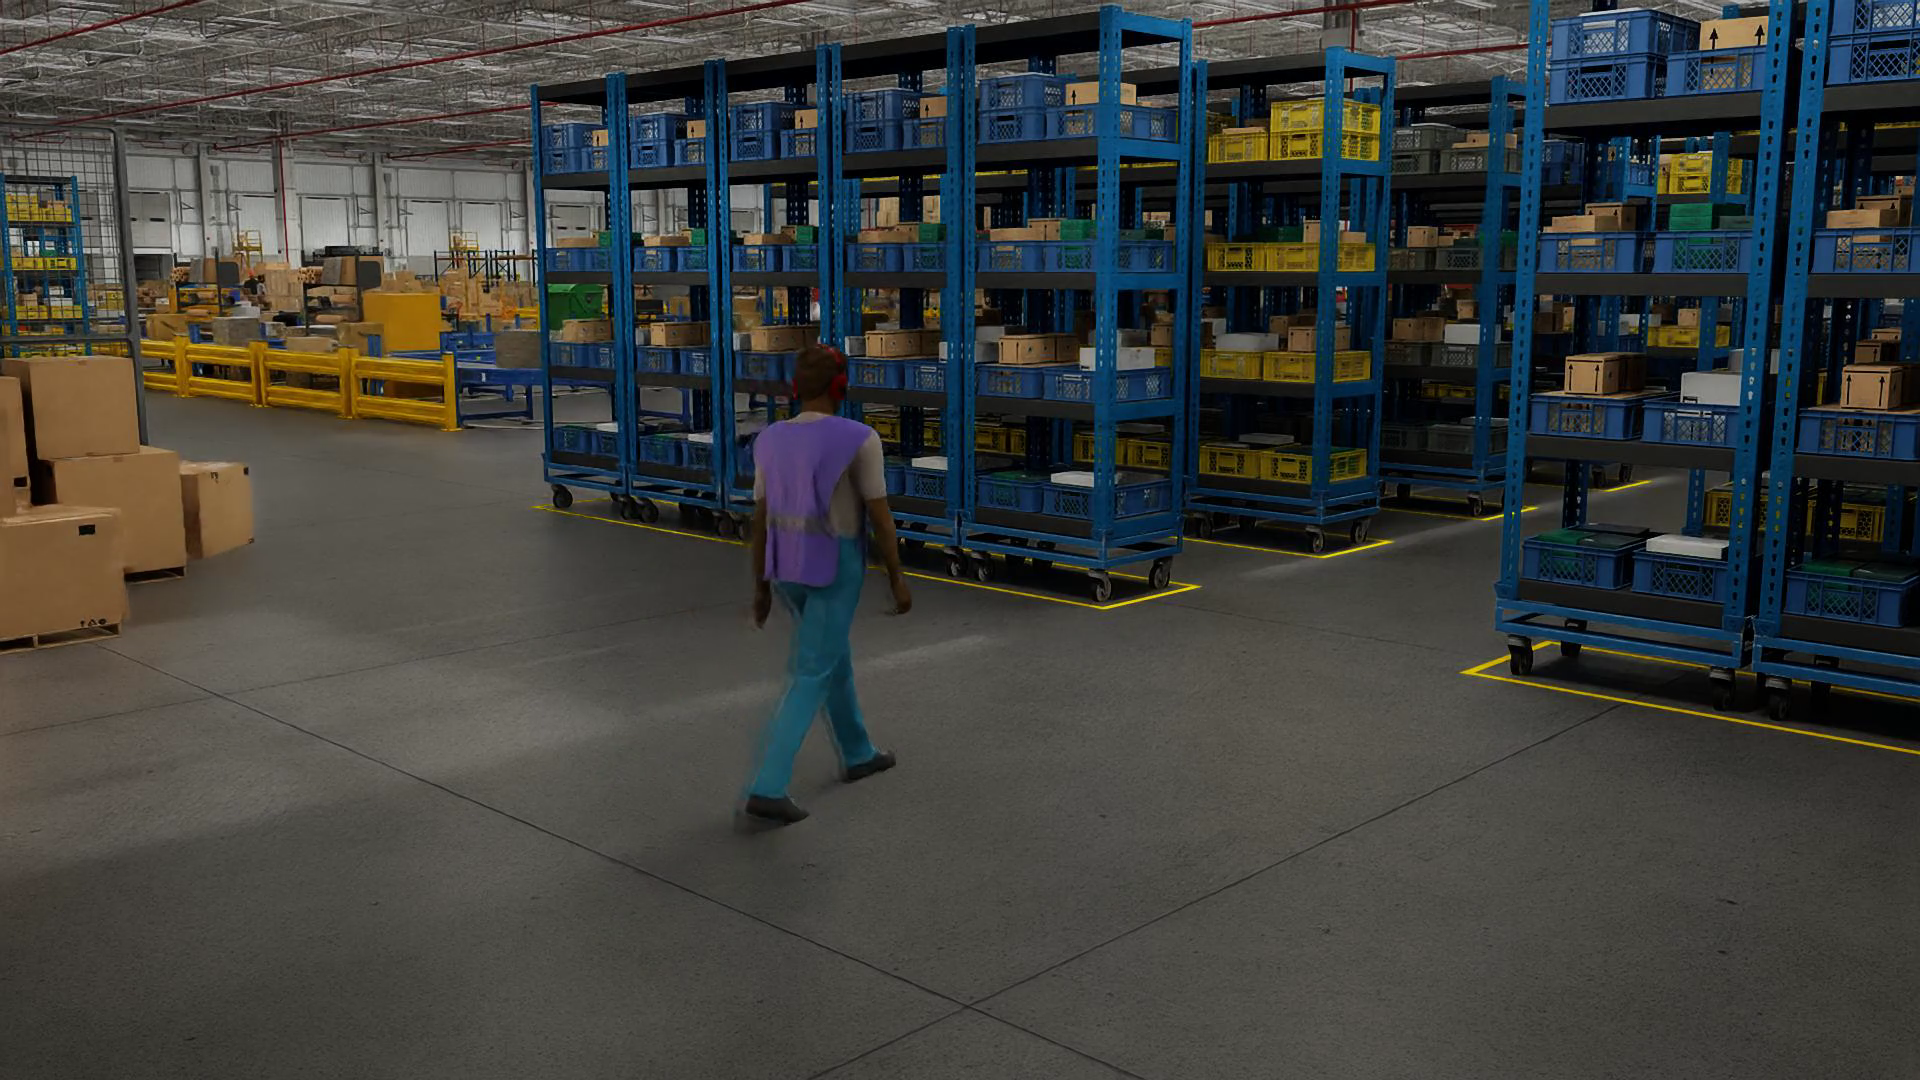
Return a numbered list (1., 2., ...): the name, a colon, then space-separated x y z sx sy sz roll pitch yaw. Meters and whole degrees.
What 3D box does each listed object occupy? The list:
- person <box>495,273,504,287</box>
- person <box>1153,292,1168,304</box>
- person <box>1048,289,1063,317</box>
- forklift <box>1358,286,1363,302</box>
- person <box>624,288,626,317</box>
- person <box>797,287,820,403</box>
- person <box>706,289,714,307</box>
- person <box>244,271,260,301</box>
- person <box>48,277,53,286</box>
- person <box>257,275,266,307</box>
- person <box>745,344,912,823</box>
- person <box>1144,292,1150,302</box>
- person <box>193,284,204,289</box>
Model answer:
1. person: -23.686 -12.864 85.912 0.586 1.861 0.967 5 11 30
2. person: 7.683 -9.172 63.250 0.644 1.885 0.645 9 13 43
3. person: 1.433 -2.989 25.474 0.591 1.834 0.404 1 9 8
4. forklift: 11.100 -7.017 46.970 1.873 2.768 1.129 9 13 43
5. person: -8.281 -5.470 40.886 0.524 1.769 0.315 1 9 6
6. person: -1.921 -2.252 20.730 0.409 1.906 0.651 -8 12 -40
7. person: -7.550 -7.086 50.676 0.718 1.809 0.600 9 13 43
8. person: -26.898 -9.240 63.298 0.610 1.996 0.384 -3 10 -18
9. person: -40.891 -11.022 74.565 0.646 1.896 1.003 4 10 23
10. person: -24.383 -8.339 58.166 0.514 1.872 0.328 9 13 43
11. person: -0.551 0.151 6.391 0.575 1.796 0.991 7 12 38
12. person: 7.026 -9.024 62.889 0.315 1.696 0.540 1 9 3
13. person: -35.489 -11.426 77.322 0.943 1.796 0.626 -8 12 -41
